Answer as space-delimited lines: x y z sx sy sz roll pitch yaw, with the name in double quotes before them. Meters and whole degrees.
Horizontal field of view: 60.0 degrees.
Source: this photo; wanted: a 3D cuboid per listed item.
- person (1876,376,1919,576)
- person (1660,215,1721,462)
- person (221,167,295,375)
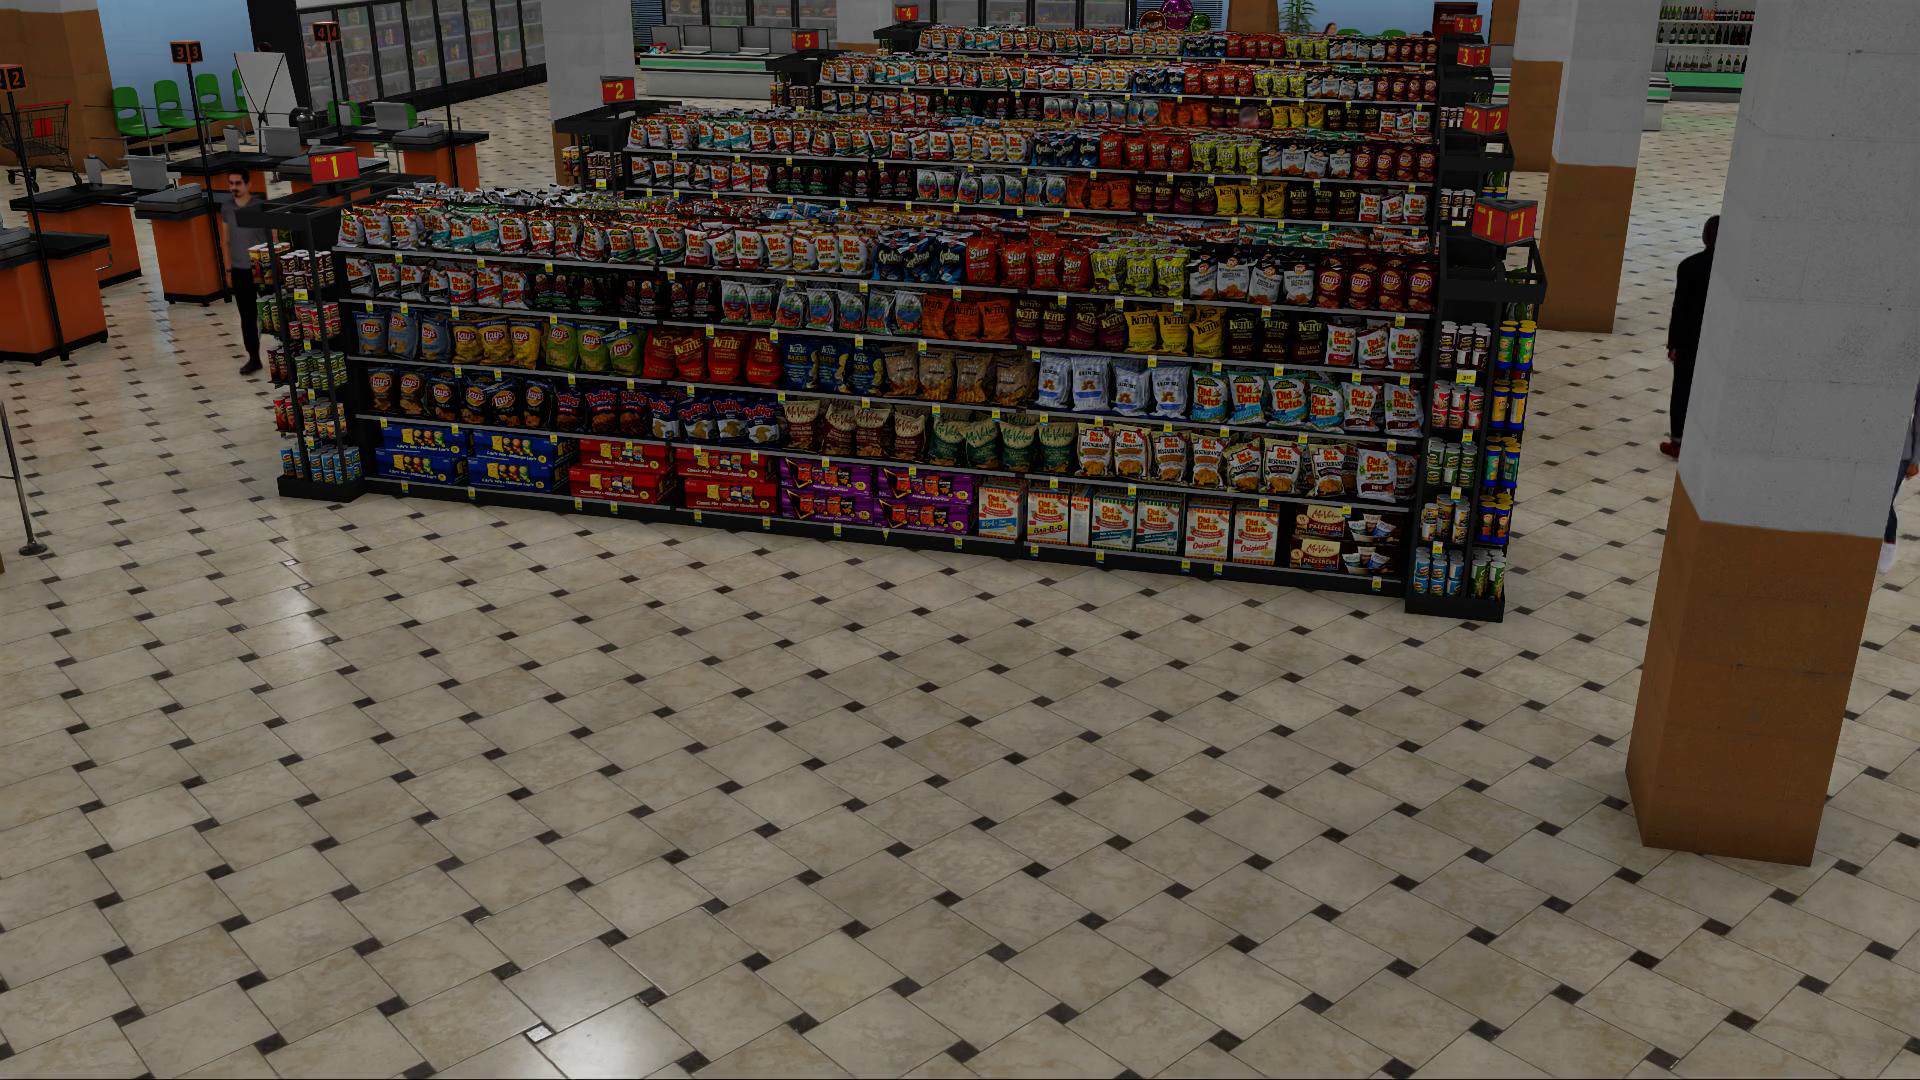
"person" 5.523 -0.549 9.919 0.875 1.726 0.828 -17 27 -36
"person" 5.376 -1.397 11.927 0.897 1.803 0.888 0 22 0
"person" -6.067 -2.346 14.331 0.716 1.771 0.760 1 22 3
